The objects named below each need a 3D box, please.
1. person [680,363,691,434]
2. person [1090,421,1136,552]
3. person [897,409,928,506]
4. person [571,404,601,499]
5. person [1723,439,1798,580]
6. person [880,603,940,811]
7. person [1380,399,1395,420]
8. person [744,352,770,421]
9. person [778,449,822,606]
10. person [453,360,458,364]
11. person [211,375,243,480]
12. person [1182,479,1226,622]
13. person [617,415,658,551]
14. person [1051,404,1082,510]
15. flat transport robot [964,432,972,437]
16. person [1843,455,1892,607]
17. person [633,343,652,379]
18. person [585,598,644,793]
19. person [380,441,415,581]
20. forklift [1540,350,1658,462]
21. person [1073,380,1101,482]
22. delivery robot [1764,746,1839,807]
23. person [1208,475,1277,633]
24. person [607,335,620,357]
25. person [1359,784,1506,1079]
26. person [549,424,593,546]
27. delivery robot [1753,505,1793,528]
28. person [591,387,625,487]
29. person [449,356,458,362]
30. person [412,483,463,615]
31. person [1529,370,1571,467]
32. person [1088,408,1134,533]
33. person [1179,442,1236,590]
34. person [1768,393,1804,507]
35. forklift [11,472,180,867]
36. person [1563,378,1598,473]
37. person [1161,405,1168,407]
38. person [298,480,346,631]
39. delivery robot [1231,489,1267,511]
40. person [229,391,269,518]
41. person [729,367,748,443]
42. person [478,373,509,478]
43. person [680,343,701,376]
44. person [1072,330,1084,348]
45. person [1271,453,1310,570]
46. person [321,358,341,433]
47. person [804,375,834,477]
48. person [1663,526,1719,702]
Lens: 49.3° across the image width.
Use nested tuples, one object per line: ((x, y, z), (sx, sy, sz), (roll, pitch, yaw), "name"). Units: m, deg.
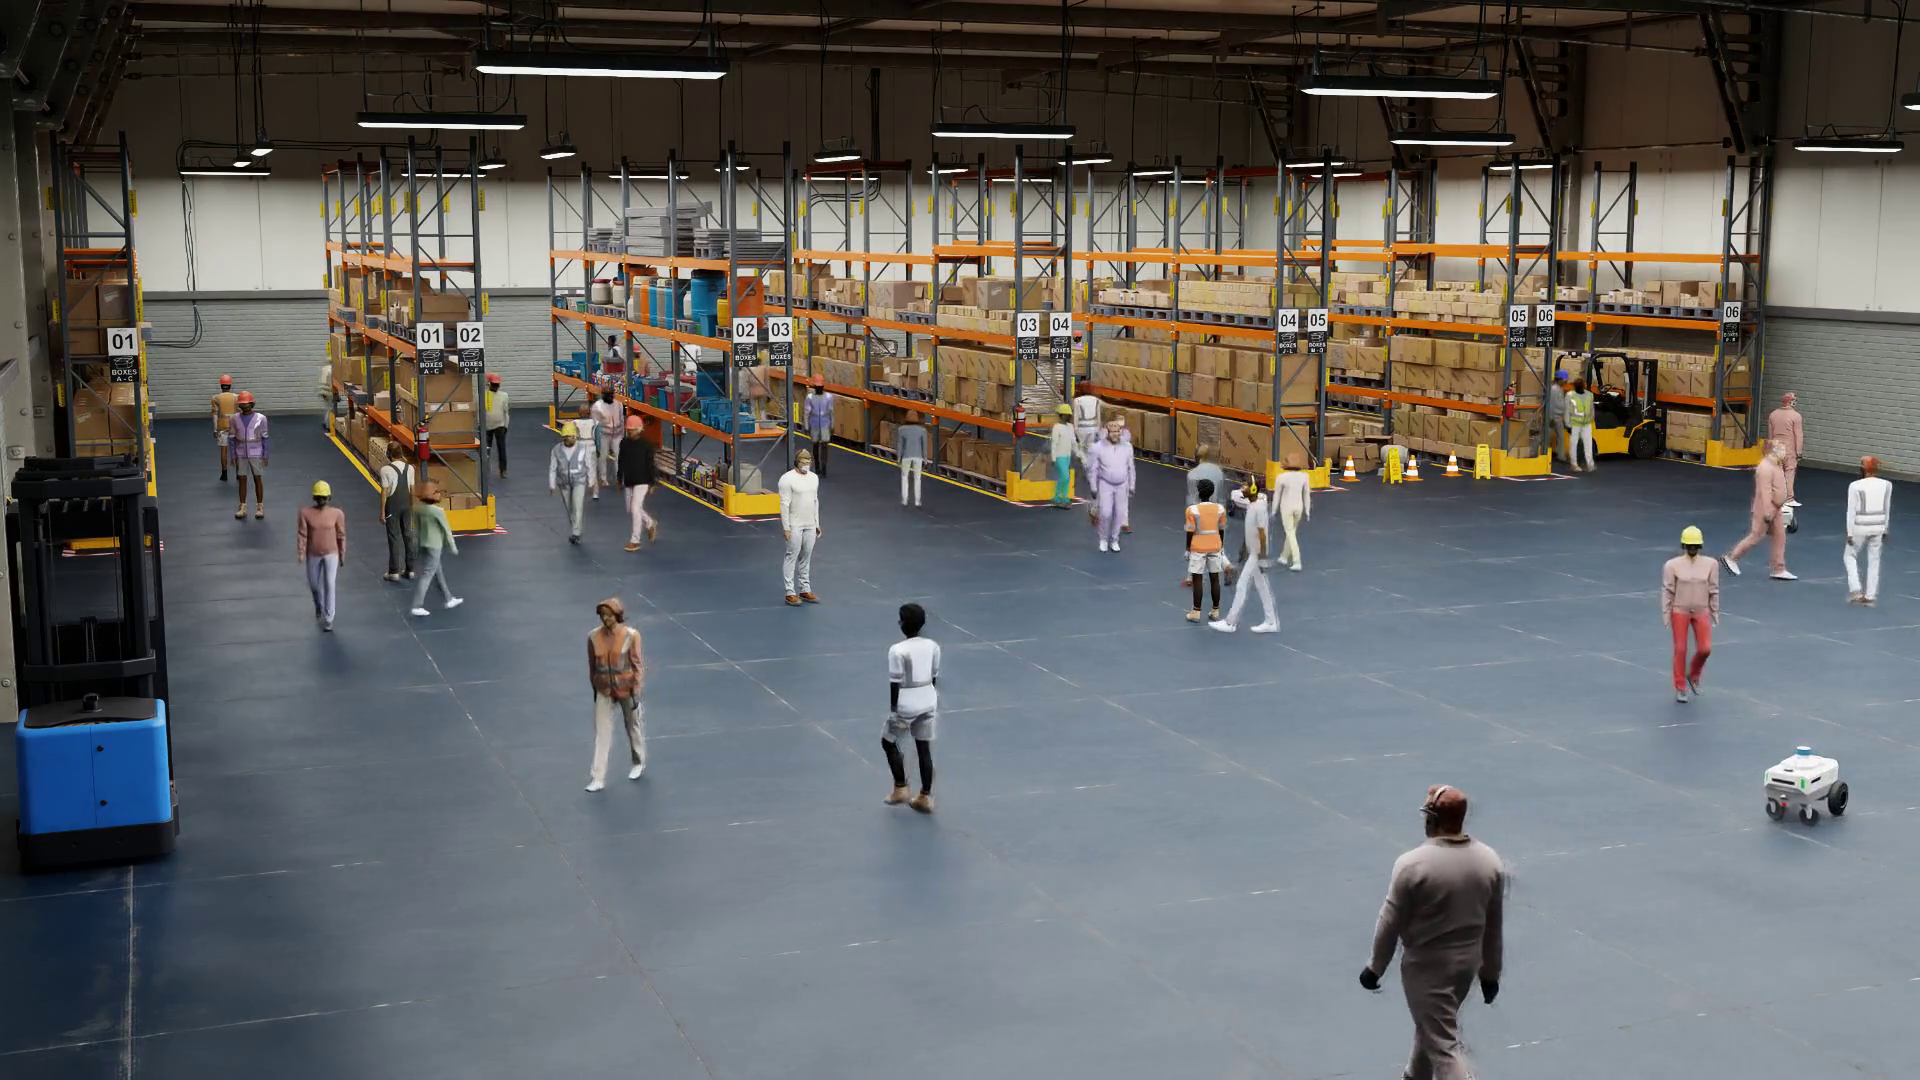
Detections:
((-6.223, -3.177, 47.108), (0.535, 1.615, 0.667), (-5, 10, -29), "person")
((2.224, -0.758, 30.087), (0.647, 1.889, 0.584), (-2, 9, -14), "person")
((-0.799, -1.370, 34.998), (0.520, 1.633, 0.287), (0, 9, -2), "person")
((-6.416, -1.505, 35.872), (0.523, 1.638, 0.311), (-3, 9, -18), "person")
((10.701, -0.423, 27.891), (0.902, 1.872, 0.652), (6, 11, 37), "person")
((-0.414, 1.333, 16.815), (0.549, 1.676, 0.521), (-8, 12, -42), "person")
((9.878, -3.423, 48.362), (0.486, 1.737, 0.319), (8, 12, 42), "person")
((-4.536, -3.254, 46.623), (0.607, 1.910, 0.431), (-3, 9, -19), "person")
((-1.978, -0.174, 26.027), (0.370, 1.934, 0.627), (8, 11, 42), "person")
((-10.715, -2.924, 44.689), (0.591, 1.833, 0.404), (-6, 10, -33), "person")
((-13.537, -2.081, 38.728), (0.543, 1.938, 0.356), (-4, 9, -23), "person")
((2.897, 0.118, 24.866), (0.554, 1.694, 0.319), (-3, 9, -22), "person")
((-4.672, -0.862, 30.535), (0.624, 1.968, 0.805), (5, 10, 31), "person")
((1.796, -1.368, 34.608), (0.691, 1.743, 0.538), (6, 10, 35), "person")
((-0.497, -2.252, 45.534), (1.431, 0.197, 0.652), (2, 9, 14), "flat transport robot")
((11.190, -0.113, 25.842), (0.595, 1.871, 0.461), (-1, 9, -4), "person")
((-7.592, -3.669, 49.267), (0.634, 1.955, 0.740), (-5, 10, -29), "person")
((-2.871, 1.273, 17.495), (0.522, 1.593, 0.857), (2, 9, 13), "person")
((-7.461, -0.393, 27.808), (0.332, 1.840, 0.503), (7, 11, 41), "person")
((12.897, -2.725, 42.309), (2.313, 2.155, 1.214), (-3, 9, -21), "forklift")
((2.332, -1.997, 38.405), (0.577, 1.871, 0.473), (-4, 9, -25), "person")
((6.703, 1.888, 16.678), (0.477, 0.478, 0.707), (8, 12, 44), "delivery robot")
((3.265, 0.166, 24.103), (0.889, 1.830, 0.538), (0, 9, 0), "person")
((-8.904, -4.302, 53.699), (0.485, 1.894, 0.744), (-3, 9, -20), "person")
((2.456, 2.172, 10.653), (0.656, 1.864, 1.004), (-5, 10, -29), "person")
((-5.746, -0.823, 30.855), (0.618, 1.777, 0.935), (0, 9, 2), "person")
((12.508, -0.442, 32.216), (0.477, 0.478, 0.707), (-1, 8, -5), "delivery robot")
((-6.244, -1.829, 37.487), (0.659, 1.805, 0.881), (-5, 10, -30), "person")
((-12.241, -3.854, 50.773), (0.534, 1.868, 0.309), (-4, 10, -26), "person")
((-6.370, 0.097, 25.366), (0.498, 1.590, 0.859), (7, 11, 39), "person")
((11.568, -2.407, 41.077), (0.966, 1.893, 0.634), (6, 10, 34), "person")
((2.330, -1.082, 32.179), (0.632, 1.914, 0.831), (-5, 10, -33), "person")
((3.176, -0.296, 26.907), (0.632, 1.922, 0.721), (-8, 12, -43), "person")
((13.842, -1.514, 35.046), (0.408, 1.908, 0.644), (-5, 10, -29), "person")
((-6.630, 0.886, 15.957), (1.129, 2.768, 1.873), (-3, 9, -21), "forklift")
((11.791, -2.157, 39.709), (0.645, 1.795, 0.918), (-1, 9, -9), "person")
((4.946, -3.773, 50.263), (0.563, 1.856, 0.386), (-3, 9, -17), "person")
((-7.449, 0.149, 24.495), (0.536, 1.742, 0.725), (-2, 9, -12), "person")
((4.654, -0.668, 33.714), (0.477, 0.478, 0.707), (-3, 9, -18), "delivery robot")
((-11.430, -1.376, 33.668), (0.609, 2.044, 0.394), (-1, 9, -4), "person")
((-4.758, -3.079, 45.418), (0.529, 1.927, 0.635), (5, 10, 29), "person")
((-8.769, -2.173, 39.302), (0.612, 1.956, 0.989), (-4, 9, -23), "person")
((-7.010, -4.460, 54.582), (0.544, 1.938, 0.355), (-2, 9, -11), "person")
((3.117, -4.582, 55.398), (0.358, 1.938, 0.542), (2, 9, 11), "person")
((4.531, -0.399, 28.673), (0.512, 1.589, 0.841), (-3, 9, -17), "person")
((-14.228, -3.329, 47.539), (0.477, 1.792, 0.634), (-6, 11, -37), "person")
((-2.652, -2.159, 39.405), (0.559, 1.897, 0.965), (-1, 9, -5), "person")
((7.192, 0.727, 20.599), (0.557, 1.750, 0.371), (1, 9, 7), "person")
